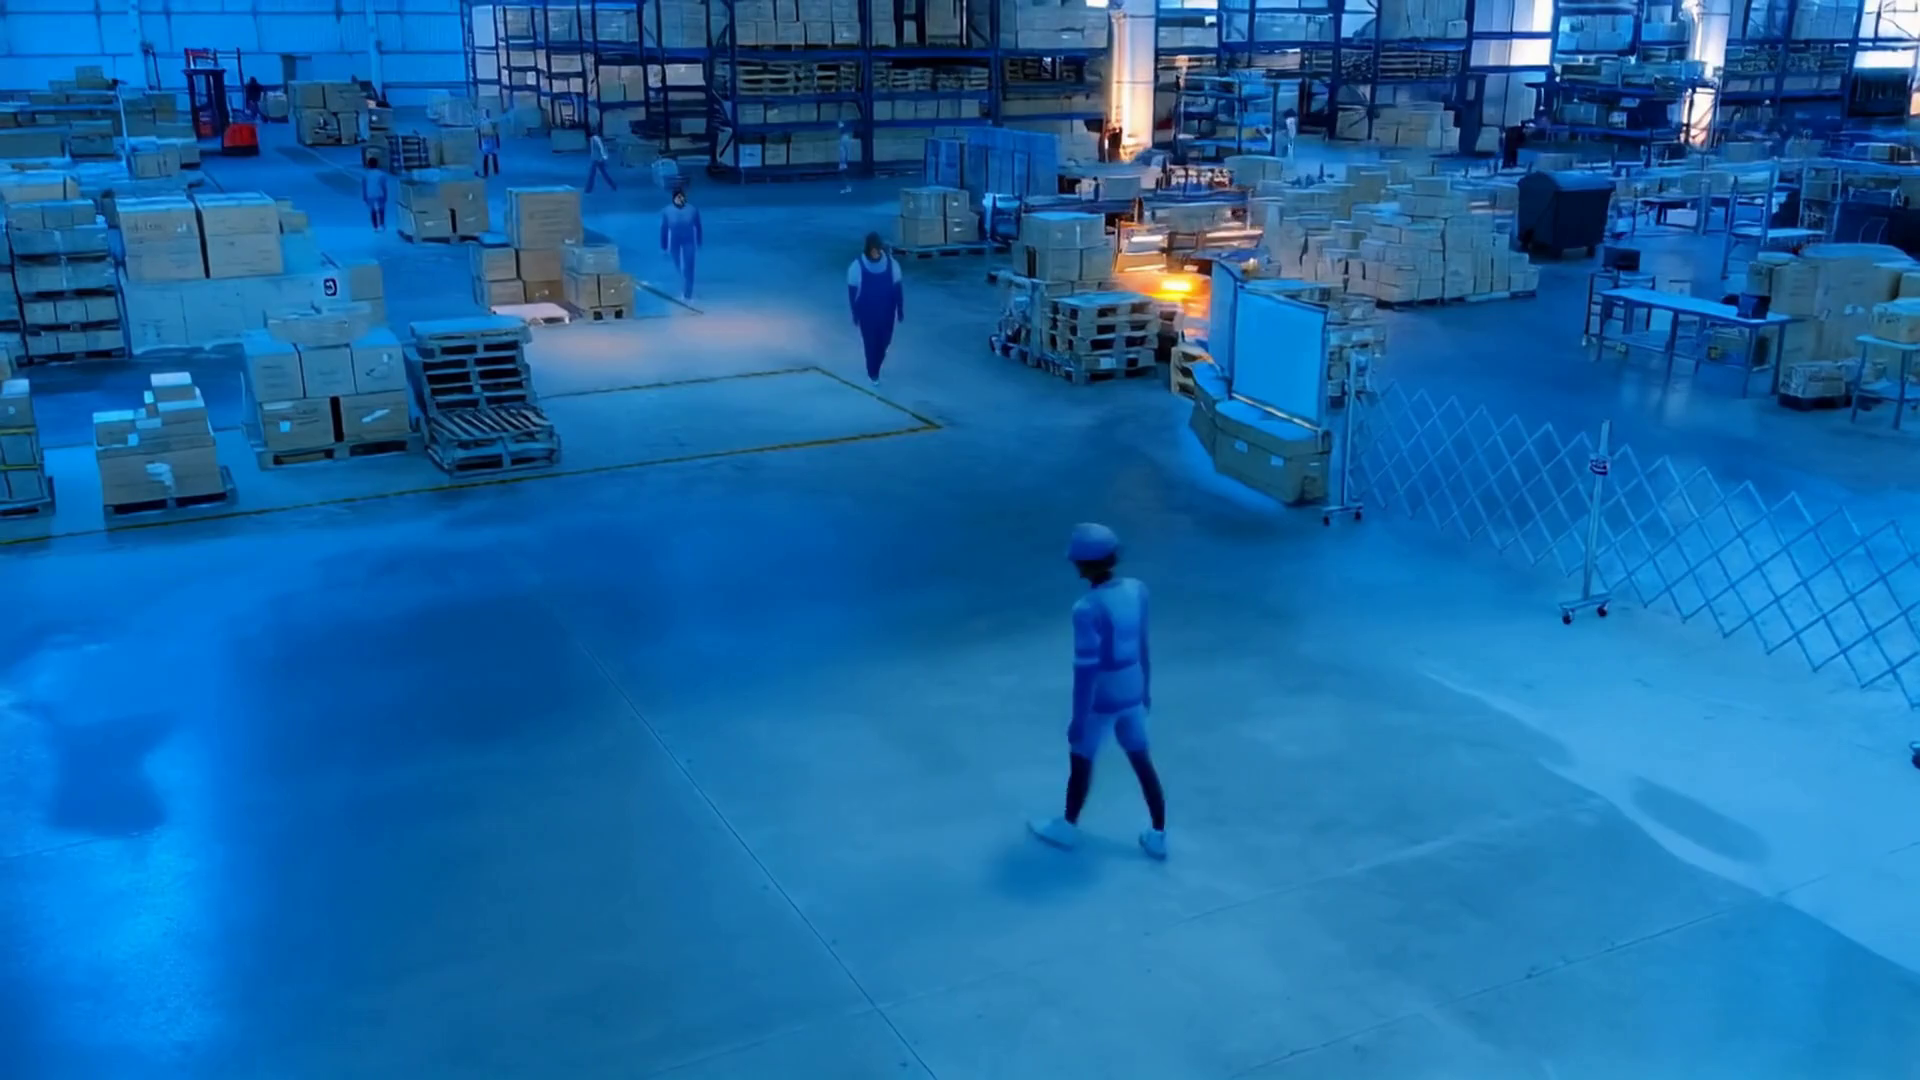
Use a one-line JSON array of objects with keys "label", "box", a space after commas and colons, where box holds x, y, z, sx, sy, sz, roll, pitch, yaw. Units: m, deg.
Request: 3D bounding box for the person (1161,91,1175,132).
[{"label": "person", "box": [8.308, -17.104, 65.782, 0.762, 1.874, 0.722, -7, 19, -22]}]

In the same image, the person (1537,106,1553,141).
[{"label": "person", "box": [17.378, -11.935, 49.567, 0.438, 1.928, 0.630, 0, 18, -1]}]

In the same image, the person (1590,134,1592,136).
[{"label": "person", "box": [23.802, -16.239, 63.320, 0.895, 1.711, 0.543, -6, 19, -17]}]

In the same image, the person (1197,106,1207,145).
[{"label": "person", "box": [7.944, -13.483, 54.819, 0.540, 1.668, 0.684, -17, 24, -42]}]

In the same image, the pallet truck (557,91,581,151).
[{"label": "pallet truck", "box": [-13.495, -14.412, 57.188, 0.823, 1.965, 1.885, -3, 18, -9]}]

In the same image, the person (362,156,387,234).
[{"label": "person", "box": [-12.679, -7.476, 36.080, 0.547, 1.681, 0.368, -3, 18, -8]}]

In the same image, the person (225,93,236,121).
[{"label": "person", "box": [-25.057, -14.292, 56.820, 0.611, 1.995, 0.380, -9, 20, -26]}]

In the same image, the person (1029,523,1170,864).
[{"label": "person", "box": [0.820, 0.879, 9.531, 0.936, 1.986, 0.717, 15, 23, 38]}]

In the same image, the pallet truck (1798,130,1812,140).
[{"label": "pallet truck", "box": [25.526, -11.556, 49.408, 1.630, 1.274, 0.653, -9, 20, -26]}]

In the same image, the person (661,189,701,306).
[{"label": "person", "box": [-4.619, -4.859, 27.579, 0.653, 1.883, 1.037, -2, 18, -7]}]

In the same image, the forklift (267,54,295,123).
[{"label": "forklift", "box": [-28.406, -19.136, 70.494, 1.873, 2.768, 1.129, -9, 20, -26]}]

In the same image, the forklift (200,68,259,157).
[{"label": "forklift", "box": [-24.369, -14.147, 54.940, 1.873, 2.768, 1.129, -9, 20, -26]}]

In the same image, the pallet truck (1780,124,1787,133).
[{"label": "pallet truck", "box": [25.206, -12.542, 52.601, 1.601, 1.201, 0.680, 0, 18, -2]}]

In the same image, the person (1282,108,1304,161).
[{"label": "person", "box": [10.670, -12.932, 53.111, 0.867, 1.651, 0.545, 12, 21, 33]}]

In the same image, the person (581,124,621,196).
[{"label": "person", "box": [-9.421, -9.912, 43.402, 1.055, 1.863, 0.579, 1, 18, 4]}]

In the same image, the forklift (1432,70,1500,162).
[{"label": "forklift", "box": [16.318, -13.599, 53.231, 1.873, 2.768, 1.129, -9, 20, -26]}]

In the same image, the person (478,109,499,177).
[{"label": "person", "box": [-13.680, -11.522, 48.291, 0.623, 1.940, 0.896, 0, 18, 1]}]

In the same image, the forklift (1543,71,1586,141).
[{"label": "forklift", "box": [18.685, -13.231, 52.085, 1.873, 2.768, 1.129, -9, 20, -26]}]

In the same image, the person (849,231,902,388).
[{"label": "person", "box": [-1.109, -3.076, 21.779, 0.680, 2.000, 0.903, -5, 18, -15]}]

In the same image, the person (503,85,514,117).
[{"label": "person", "box": [-17.569, -16.678, 64.470, 0.676, 1.852, 0.976, 16, 24, 40]}]

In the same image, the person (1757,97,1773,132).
[{"label": "person", "box": [27.723, -14.383, 57.398, 0.605, 1.810, 0.671, -8, 19, -23]}]

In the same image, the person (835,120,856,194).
[{"label": "person", "box": [-3.059, -10.070, 43.774, 0.414, 1.917, 0.569, 0, 18, 0]}]

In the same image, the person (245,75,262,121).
[{"label": "person", "box": [-30.619, -19.172, 72.129, 0.636, 1.938, 0.357, -9, 20, -26]}]

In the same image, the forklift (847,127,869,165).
[{"label": "forklift", "box": [-3.464, -12.906, 51.069, 1.873, 2.768, 1.129, -9, 20, -26]}]

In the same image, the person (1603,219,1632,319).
[{"label": "person", "box": [9.784, -3.891, 24.763, 0.424, 1.750, 0.539, 7, 19, 20]}]
